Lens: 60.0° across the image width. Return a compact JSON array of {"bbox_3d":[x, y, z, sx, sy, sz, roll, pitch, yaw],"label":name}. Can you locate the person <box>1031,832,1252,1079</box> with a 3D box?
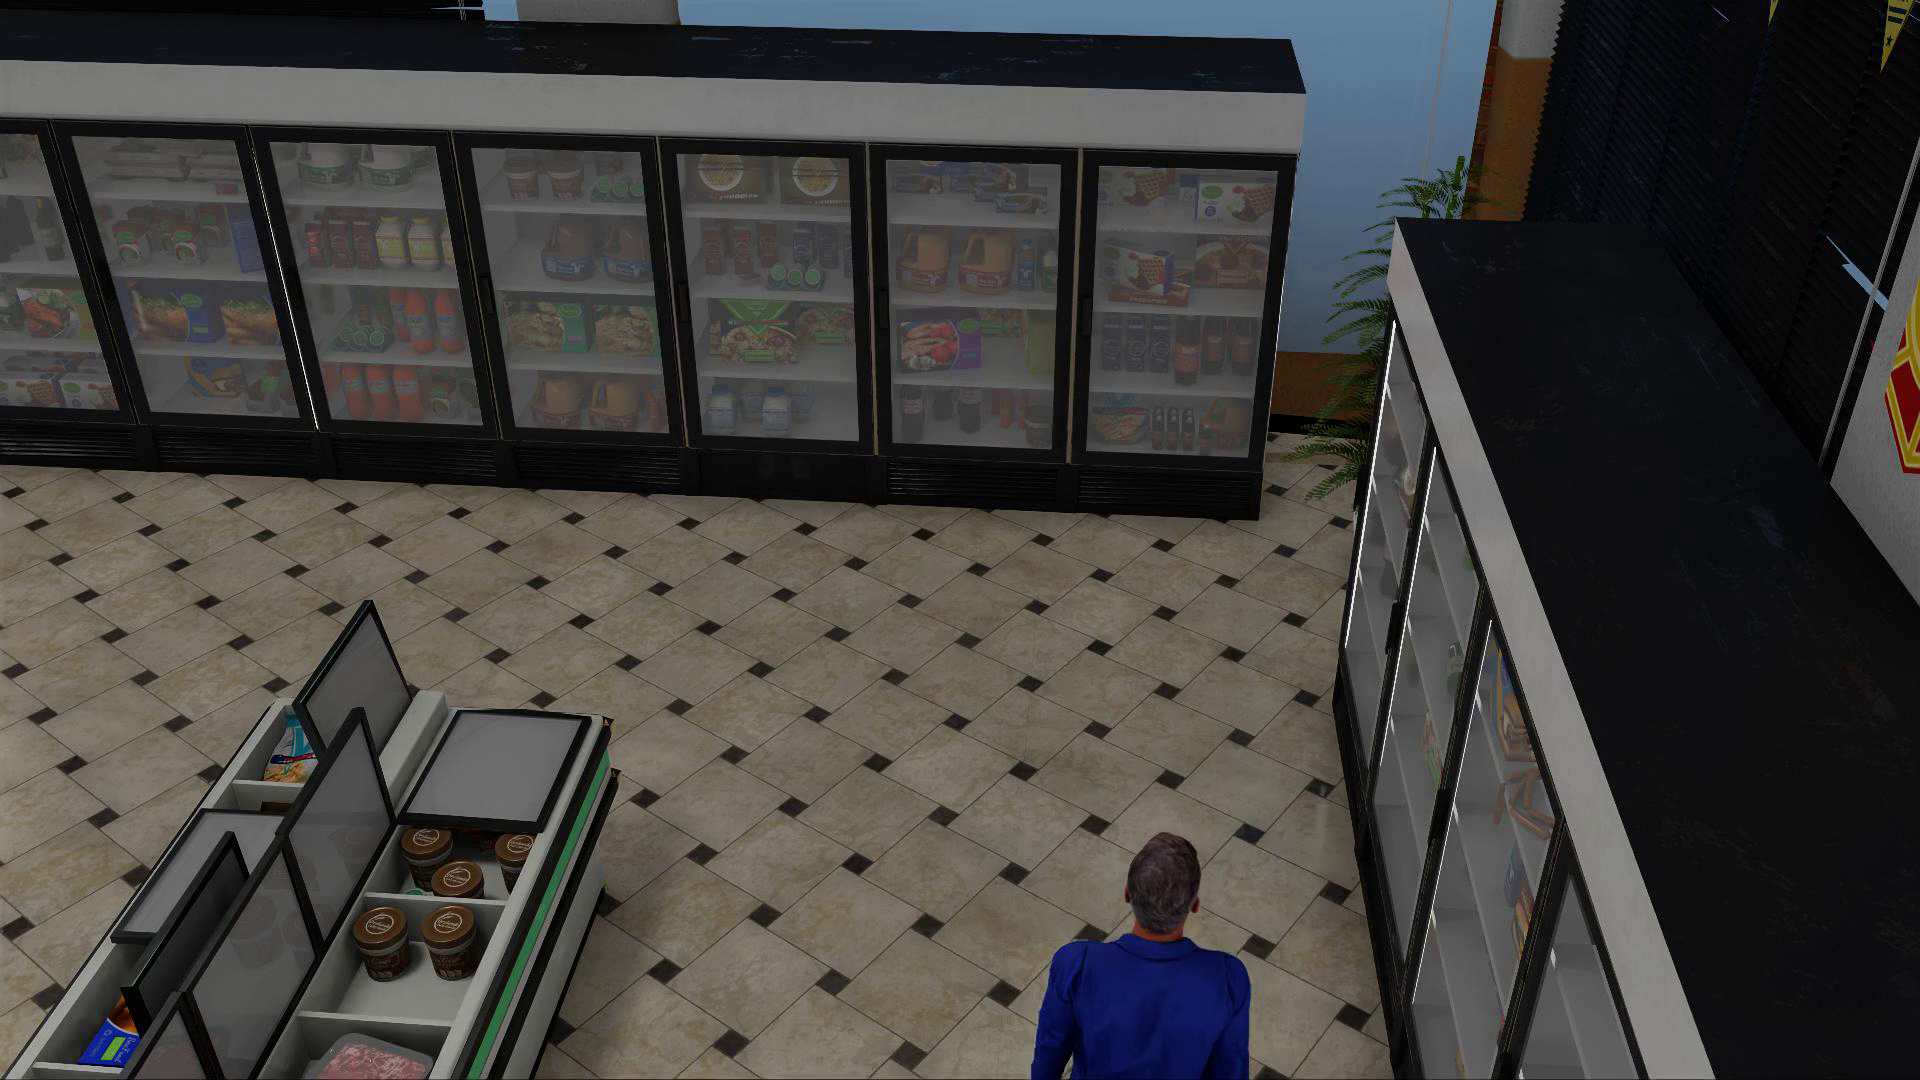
[{"bbox_3d":[0.465,1.604,4.387,0.750,1.805,0.872,0,32,1],"label":"person"}]
